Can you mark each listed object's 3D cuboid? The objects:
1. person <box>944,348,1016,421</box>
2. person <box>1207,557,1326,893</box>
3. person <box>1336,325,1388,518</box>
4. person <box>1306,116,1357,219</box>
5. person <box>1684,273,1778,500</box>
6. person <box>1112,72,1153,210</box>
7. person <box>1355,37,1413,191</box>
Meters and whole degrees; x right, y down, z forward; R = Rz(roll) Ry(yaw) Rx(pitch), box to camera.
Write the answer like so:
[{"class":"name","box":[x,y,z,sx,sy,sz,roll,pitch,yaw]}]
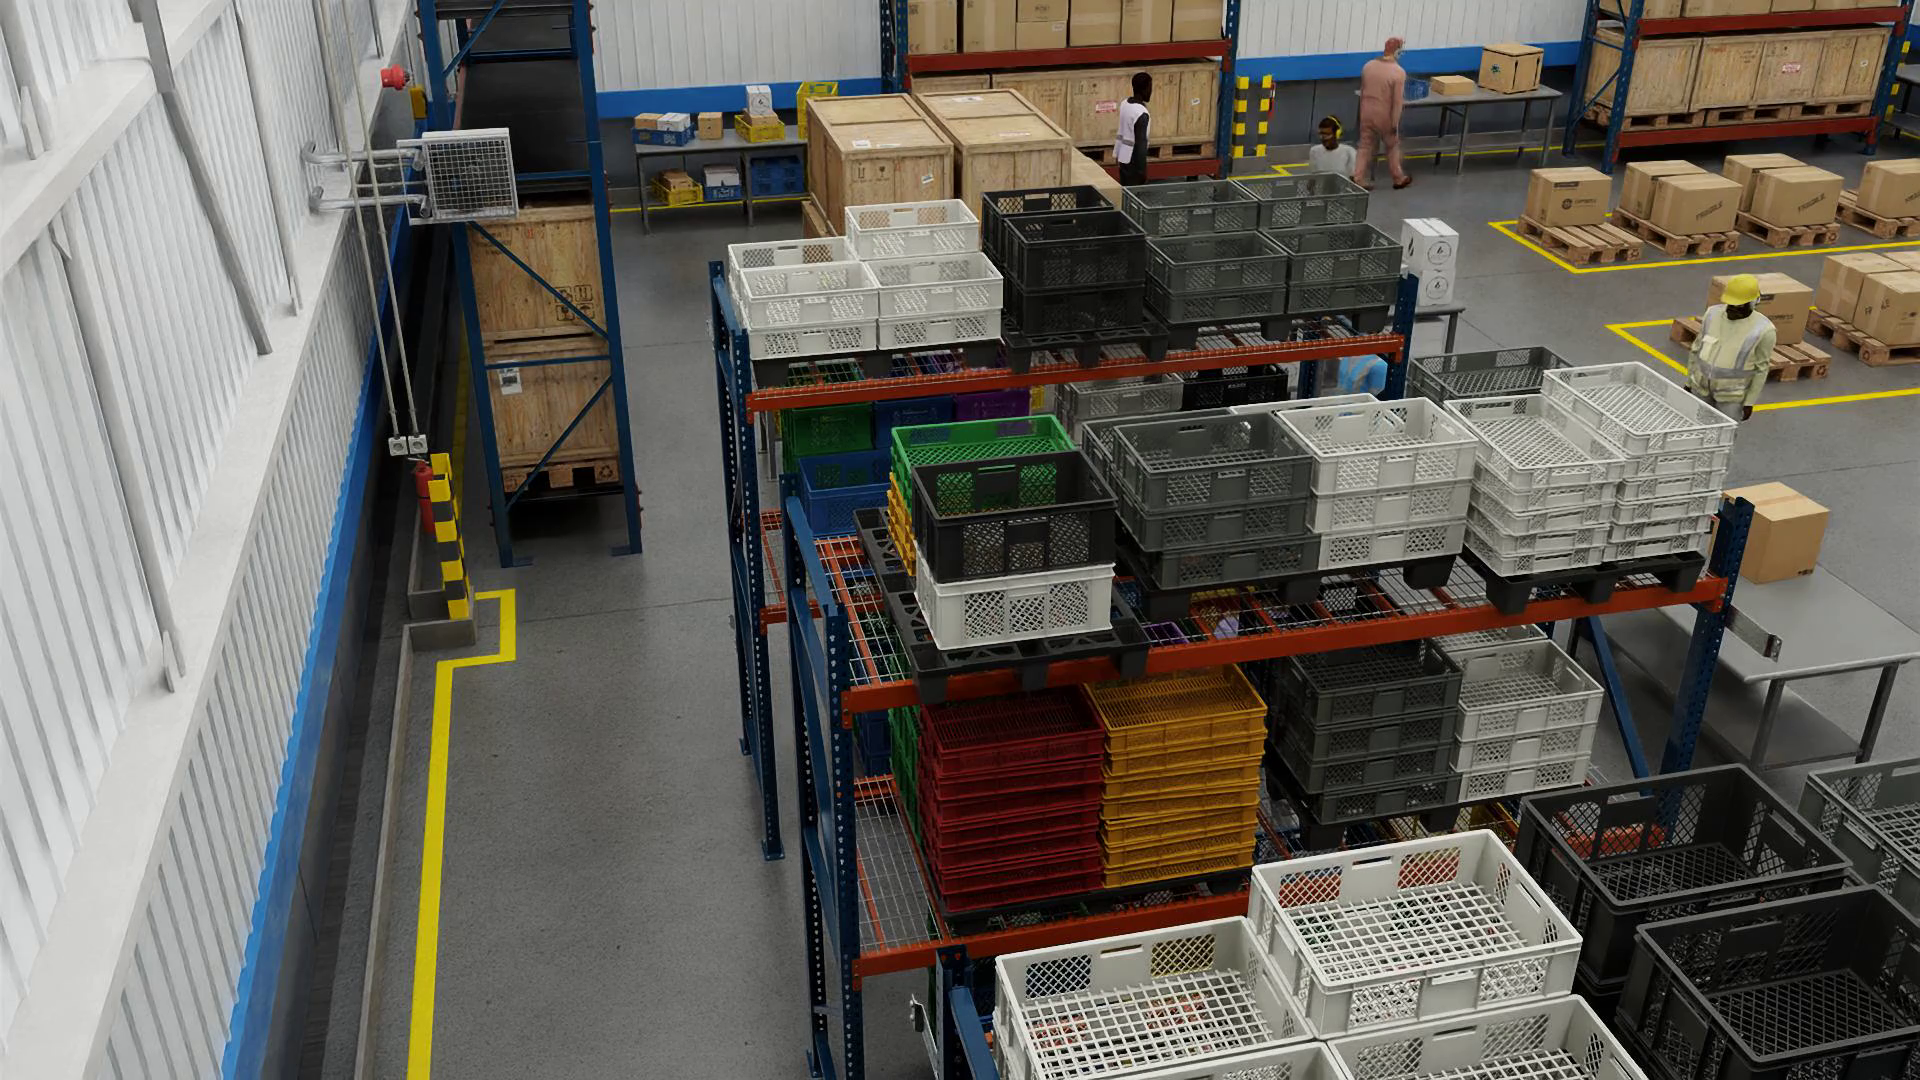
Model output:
[{"class":"person","box":[0.195,-0.870,12.009,0.593,1.847,0.801,12,30,21]},{"class":"person","box":[1.557,0.956,8.435,0.635,1.932,0.372,1,28,1]},{"class":"person","box":[2.918,-0.910,12.223,0.318,1.698,0.534,-9,29,-16]},{"class":"person","box":[3.717,-3.344,16.692,0.542,1.837,0.447,18,32,30]},{"class":"person","box":[5.724,-1.141,12.529,0.403,1.823,0.586,-21,34,-34]},{"class":"person","box":[1.870,-4.115,18.084,0.390,1.911,0.592,-7,29,-14]},{"class":"person","box":[5.157,-5.140,20.078,0.770,1.855,0.687,-20,34,-33]}]
